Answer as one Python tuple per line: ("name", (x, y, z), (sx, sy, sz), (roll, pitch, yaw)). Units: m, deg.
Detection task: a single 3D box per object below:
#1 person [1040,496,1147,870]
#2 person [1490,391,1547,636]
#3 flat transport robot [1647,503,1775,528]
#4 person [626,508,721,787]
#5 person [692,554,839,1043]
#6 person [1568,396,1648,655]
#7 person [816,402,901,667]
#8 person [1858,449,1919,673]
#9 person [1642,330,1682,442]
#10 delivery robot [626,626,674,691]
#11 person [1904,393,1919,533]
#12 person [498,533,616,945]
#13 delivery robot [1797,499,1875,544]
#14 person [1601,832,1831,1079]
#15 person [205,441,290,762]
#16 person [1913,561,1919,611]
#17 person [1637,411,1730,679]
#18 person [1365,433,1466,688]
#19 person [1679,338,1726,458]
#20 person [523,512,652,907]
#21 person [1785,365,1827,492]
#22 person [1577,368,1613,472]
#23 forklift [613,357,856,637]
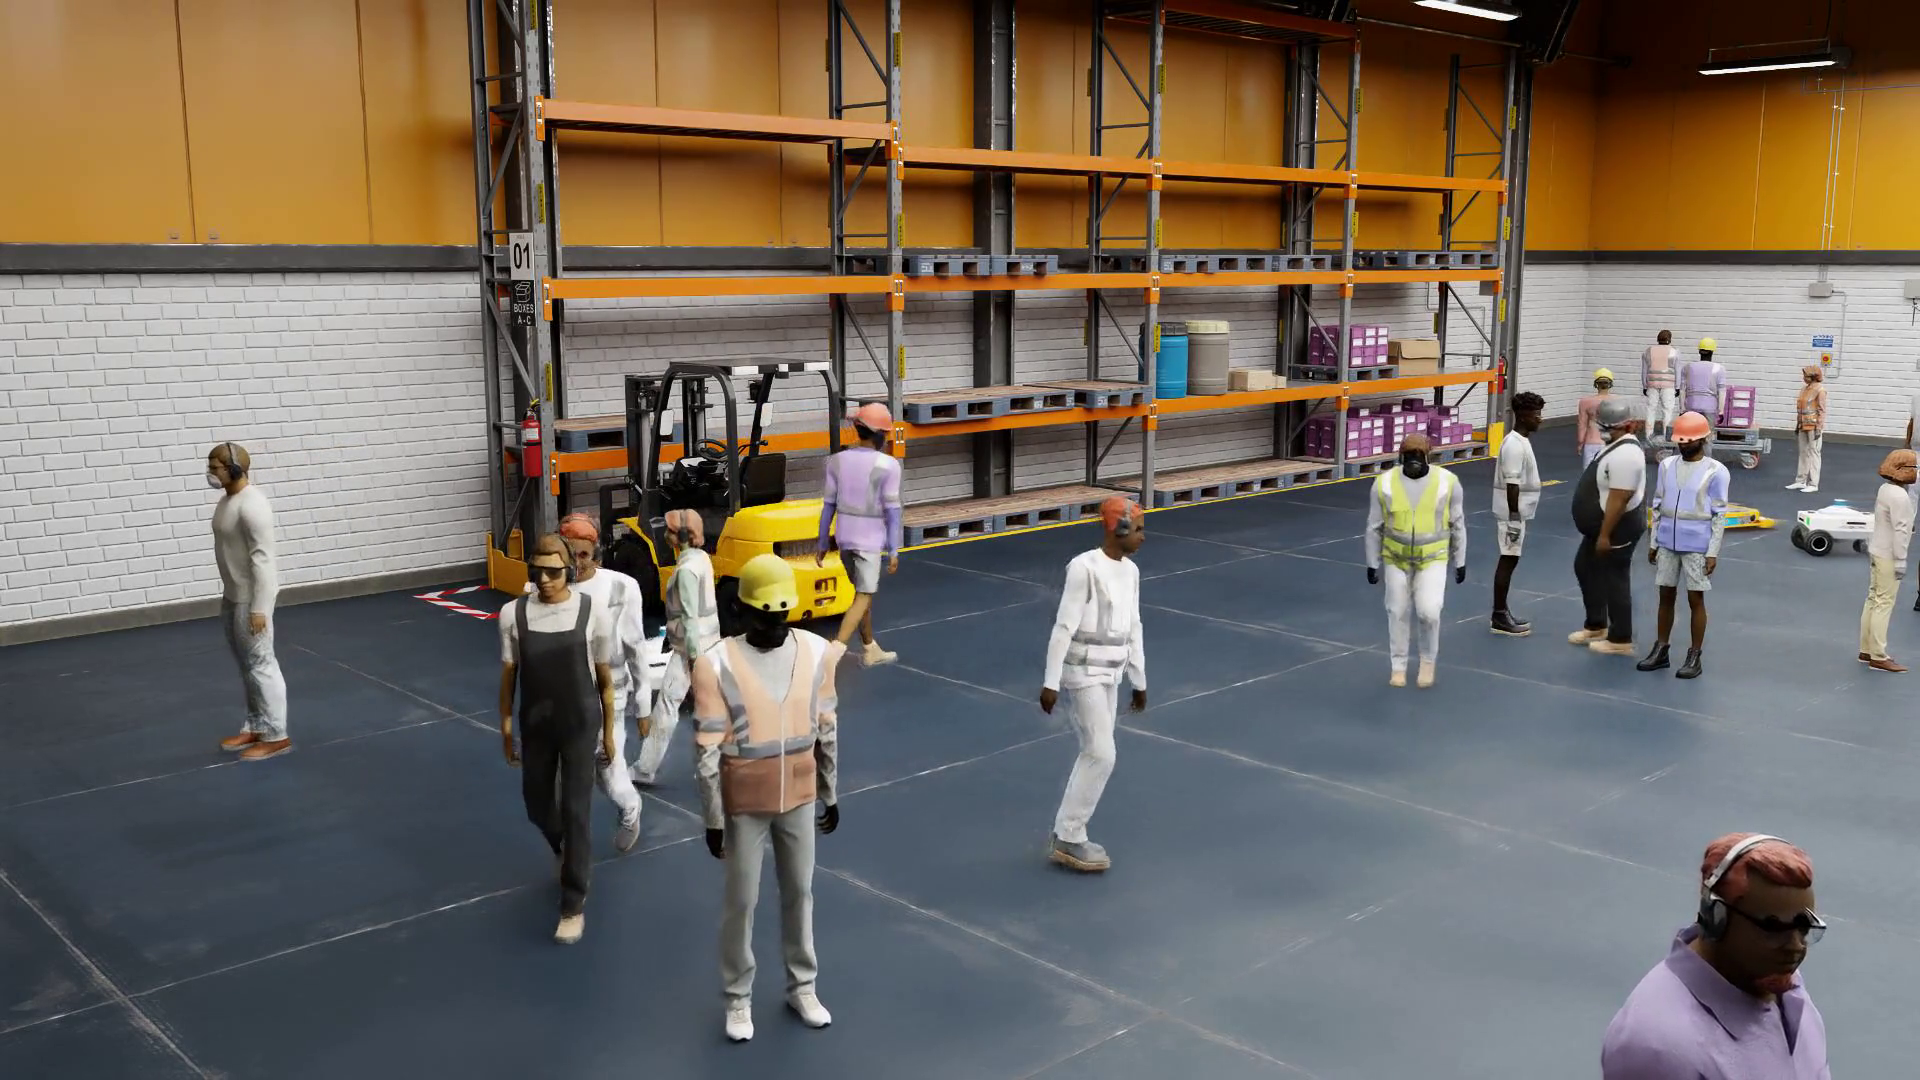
("person", (0.695, 0.706, 8.335), (0.482, 1.832, 0.664), (6, 11, 31))
("person", (4.479, -0.221, 13.395), (0.366, 1.962, 0.614), (4, 10, 20))
("flat transport robot", (8.277, -0.251, 18.525), (1.431, 0.197, 0.652), (-4, 10, -21))
("person", (-1.643, 0.618, 9.514), (0.750, 1.611, 0.519), (1, 10, 4))
("person", (-0.736, 0.991, 6.449), (0.592, 1.917, 0.403), (-5, 11, -28))
("person", (4.895, -0.135, 12.670), (0.639, 2.000, 0.718), (4, 10, 21))
("person", (-0.764, 0.015, 11.957), (0.659, 1.999, 0.940), (7, 12, 34))
("person", (6.850, 0.141, 12.239), (0.285, 1.634, 0.499), (3, 10, 15))
("person", (11.415, -2.493, 27.060), (0.626, 1.844, 0.429), (7, 12, 37))
("delivery robot", (-1.958, 0.821, 11.143), (0.707, 0.478, 0.477), (-3, 10, -17))
("person", (10.446, -0.951, 17.978), (0.327, 1.862, 0.517), (-6, 11, -31))
("person", (-1.822, 0.845, 7.590), (0.513, 1.826, 0.767), (-1, 10, -3))
("delivery robot", (8.949, -0.171, 16.948), (0.707, 0.478, 0.477), (2, 10, 10))
("person", (1.560, 1.515, 3.412), (0.652, 1.903, 0.403), (-9, 13, -42))
("person", (-4.314, 0.363, 10.055), (0.355, 1.936, 0.635), (-8, 12, -38))
("person", (8.381, -0.316, 14.040), (0.366, 1.933, 0.551), (-2, 10, -11))
("person", (5.225, 0.032, 12.013), (0.365, 1.932, 0.543), (-7, 12, -37))
("person", (3.181, 0.154, 11.641), (0.674, 1.818, 0.494), (4, 10, 21))
("person", (10.144, -1.799, 22.739), (0.594, 1.926, 0.366), (7, 12, 37))
("person", (-1.757, 0.759, 7.971), (0.611, 1.866, 0.708), (0, 10, 1))
("person", (10.958, -1.433, 21.445), (0.314, 1.639, 0.514), (0, 10, -3))
("person", (7.331, -1.083, 19.040), (0.522, 1.764, 0.318), (3, 10, 16))
("forklift", (-1.847, -0.414, 13.852), (1.214, 2.155, 2.313), (-9, 13, -42))
